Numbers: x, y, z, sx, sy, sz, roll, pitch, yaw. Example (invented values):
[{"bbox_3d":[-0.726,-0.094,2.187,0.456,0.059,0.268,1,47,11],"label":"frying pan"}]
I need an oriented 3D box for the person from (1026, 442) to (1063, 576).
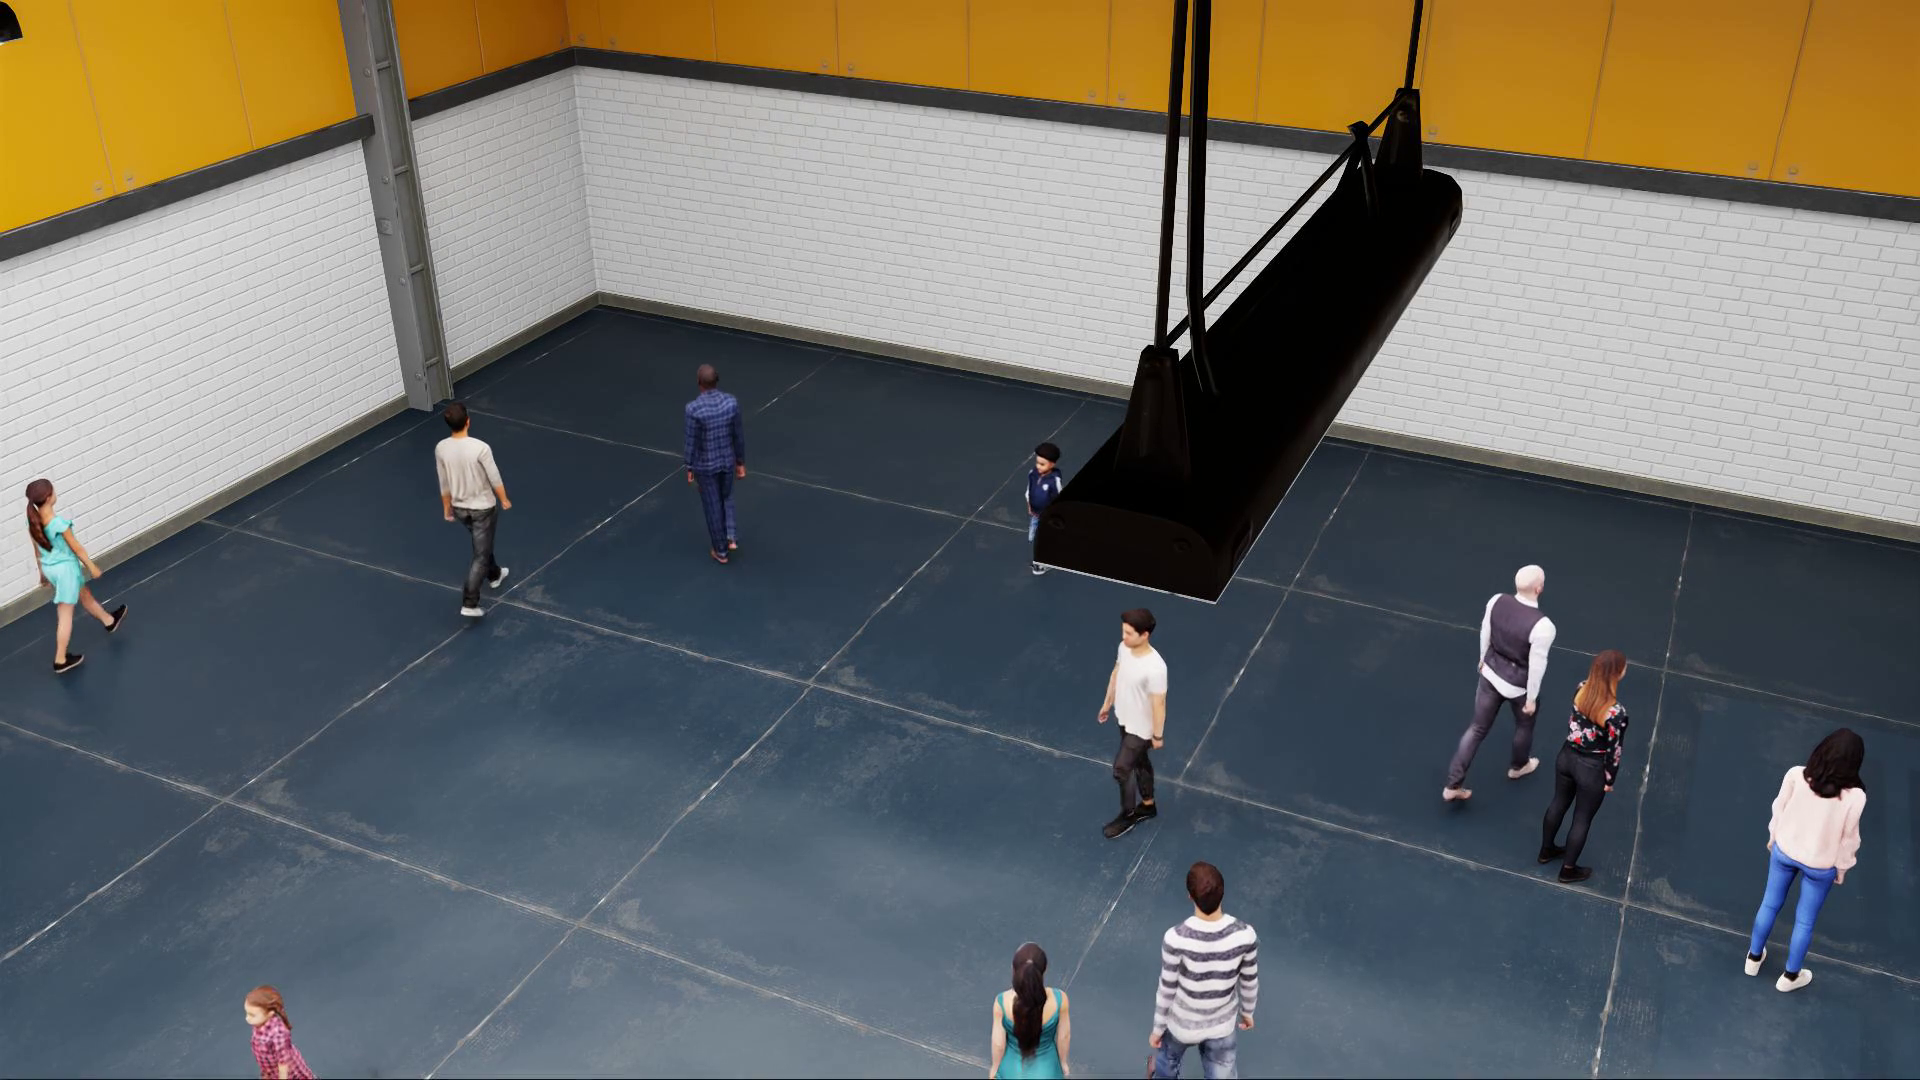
[{"bbox_3d":[0.752,-0.286,14.151,0.582,1.218,0.568,24,37,37],"label":"person"}]

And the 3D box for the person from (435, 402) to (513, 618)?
[{"bbox_3d":[-3.953,-0.216,13.434,0.800,1.782,1.188,7,29,12],"label":"person"}]

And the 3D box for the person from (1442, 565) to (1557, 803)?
[{"bbox_3d":[3.624,1.009,11.195,1.318,1.776,1.064,-20,35,-32],"label":"person"}]

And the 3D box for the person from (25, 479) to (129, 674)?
[{"bbox_3d":[-6.935,0.299,12.774,0.596,1.511,1.073,10,30,18],"label":"person"}]

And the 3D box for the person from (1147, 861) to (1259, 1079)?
[{"bbox_3d":[1.228,2.516,8.411,1.044,1.796,1.245,0,29,1],"label":"person"}]

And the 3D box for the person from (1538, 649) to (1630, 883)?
[{"bbox_3d":[3.957,1.416,10.545,0.690,1.684,0.646,-13,31,-22],"label":"person"}]

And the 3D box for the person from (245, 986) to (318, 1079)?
[{"bbox_3d":[-3.552,2.751,8.810,0.533,1.002,0.745,20,35,33],"label":"person"}]

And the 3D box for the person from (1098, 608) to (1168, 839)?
[{"bbox_3d":[1.250,1.164,10.984,0.855,1.706,0.794,-8,30,-14],"label":"person"}]

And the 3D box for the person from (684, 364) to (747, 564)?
[{"bbox_3d":[-2.060,-0.603,14.118,0.759,1.807,0.850,-16,33,-27],"label":"person"}]

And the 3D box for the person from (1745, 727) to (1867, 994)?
[{"bbox_3d":[4.908,1.848,9.666,0.690,1.768,0.723,-23,36,-36],"label":"person"}]

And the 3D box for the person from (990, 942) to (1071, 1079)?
[{"bbox_3d":[0.343,2.652,8.275,0.618,1.688,0.627,-2,29,-3],"label":"person"}]
